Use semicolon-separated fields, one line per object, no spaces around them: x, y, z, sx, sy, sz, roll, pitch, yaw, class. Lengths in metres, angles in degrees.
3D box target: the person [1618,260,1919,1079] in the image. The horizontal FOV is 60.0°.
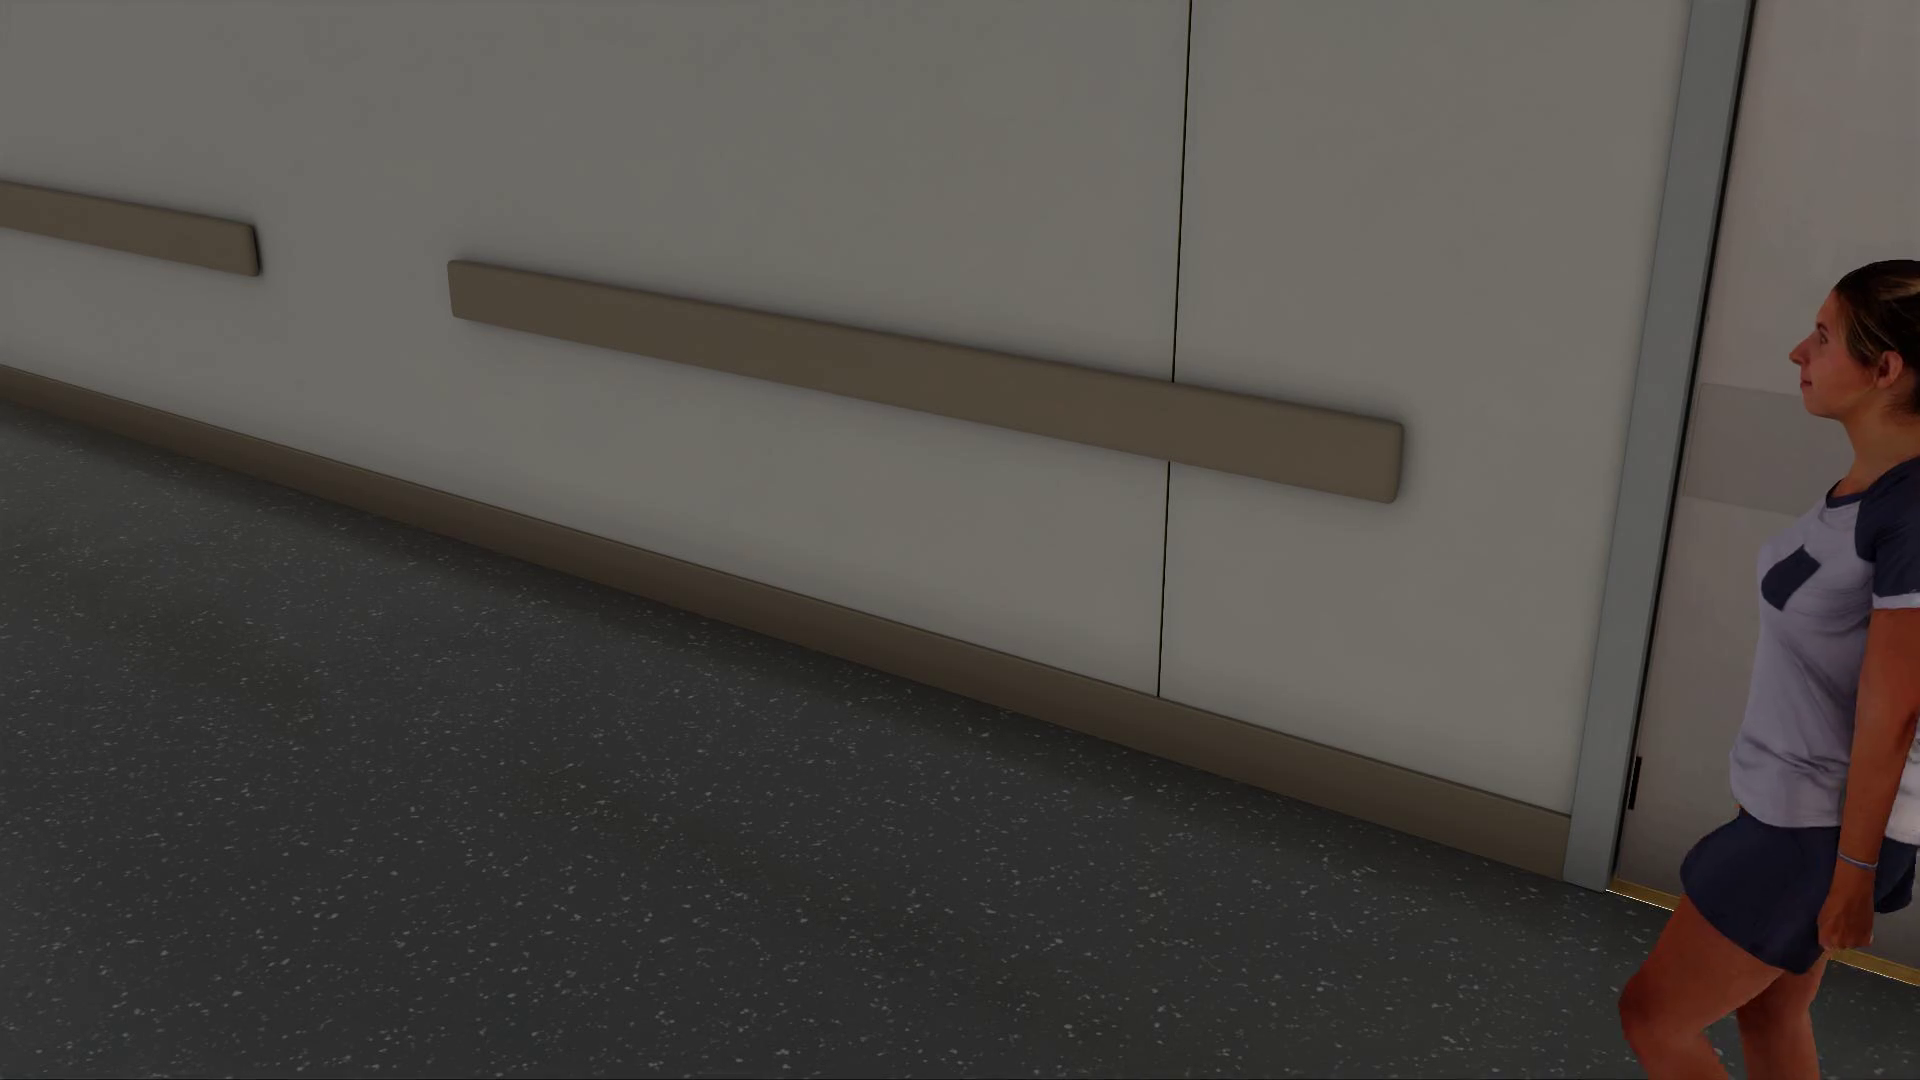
1.311;0.419;2.399;0.665;1.608;0.563;10;23;25;person
